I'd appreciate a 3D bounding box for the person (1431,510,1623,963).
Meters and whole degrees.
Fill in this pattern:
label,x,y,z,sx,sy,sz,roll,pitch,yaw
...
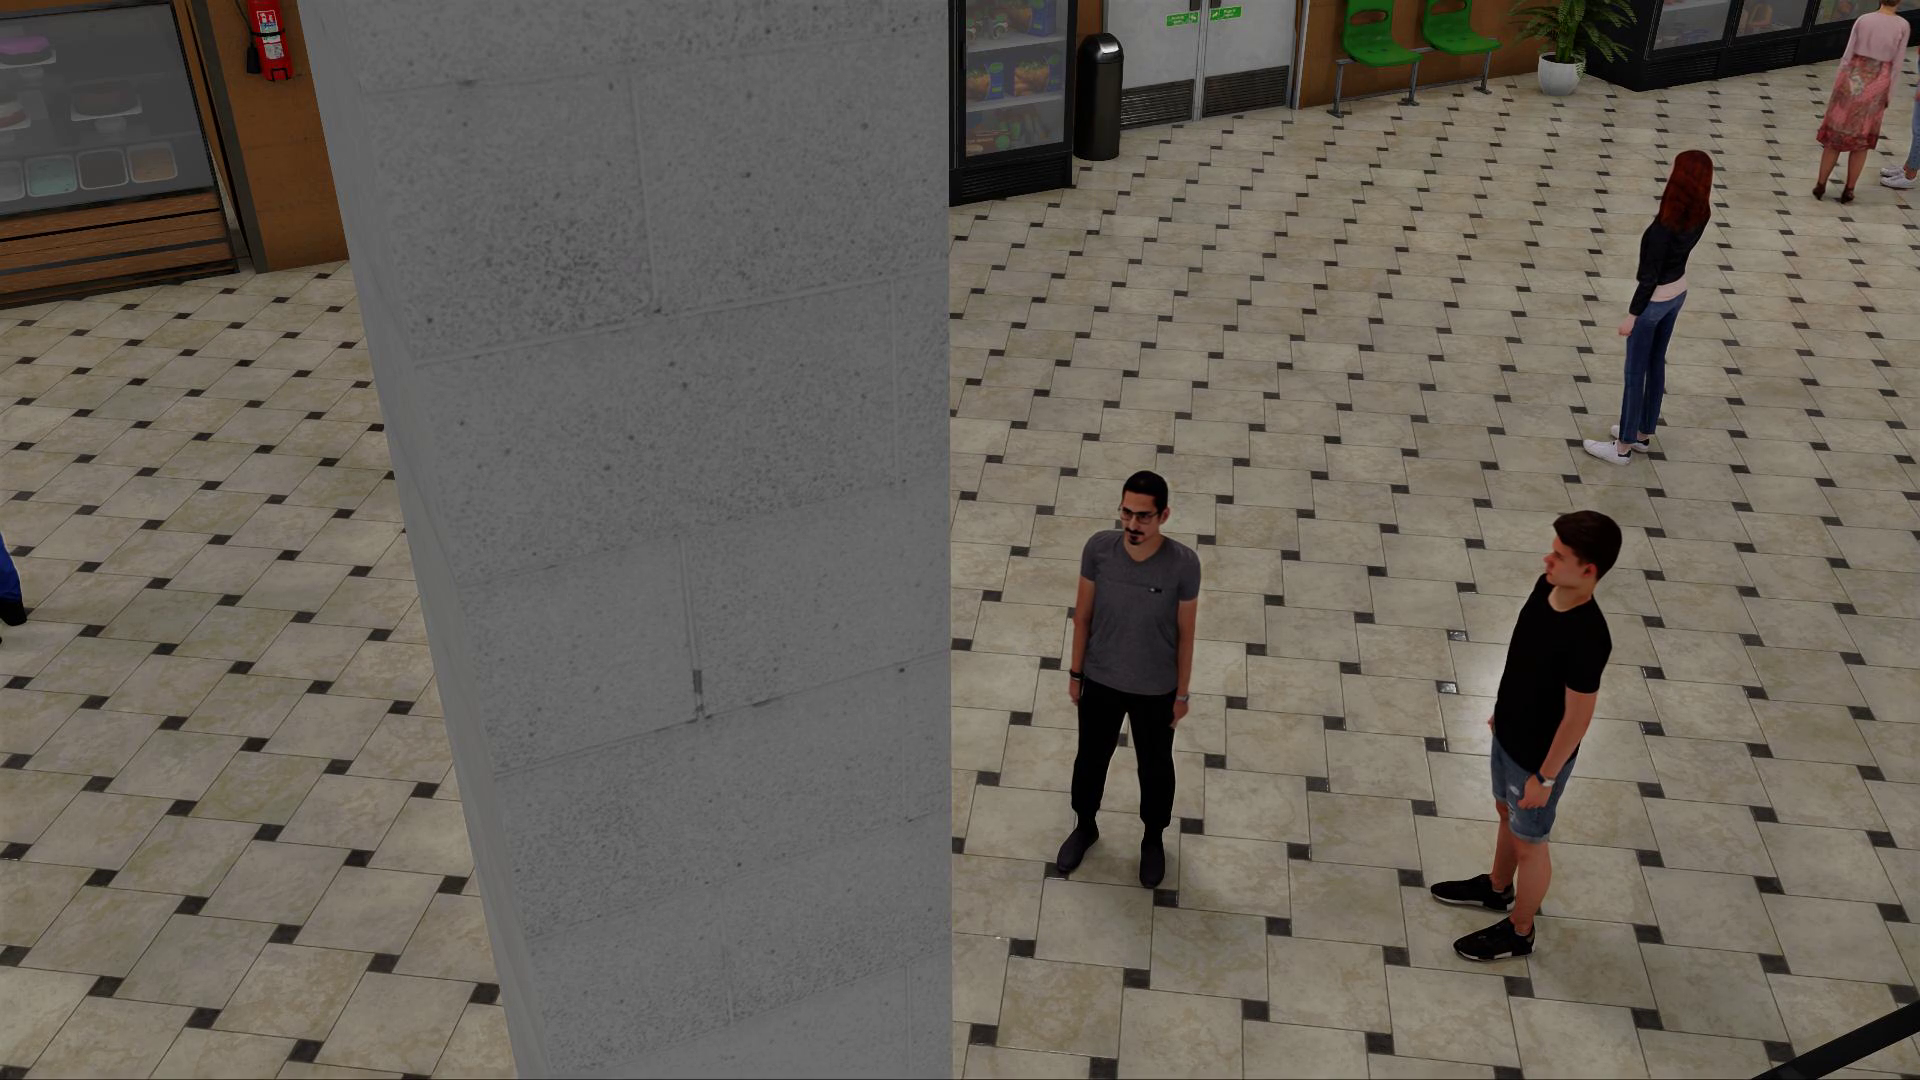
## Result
label,x,y,z,sx,sy,sz,roll,pitch,yaw
person,2.039,0.695,5.850,0.798,1.846,0.650,0,32,0

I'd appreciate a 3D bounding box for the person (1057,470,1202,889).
label,x,y,z,sx,sy,sz,roll,pitch,yaw
person,0.641,0.511,6.232,0.697,1.755,0.745,9,33,14

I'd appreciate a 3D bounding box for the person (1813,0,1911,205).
label,x,y,z,sx,sy,sz,roll,pitch,yaw
person,6.814,-3.388,12.559,0.687,1.690,0.758,14,34,21

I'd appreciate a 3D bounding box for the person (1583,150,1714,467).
label,x,y,z,sx,sy,sz,roll,pitch,yaw
person,3.782,-1.258,9.045,0.630,1.787,0.615,-23,39,-32
